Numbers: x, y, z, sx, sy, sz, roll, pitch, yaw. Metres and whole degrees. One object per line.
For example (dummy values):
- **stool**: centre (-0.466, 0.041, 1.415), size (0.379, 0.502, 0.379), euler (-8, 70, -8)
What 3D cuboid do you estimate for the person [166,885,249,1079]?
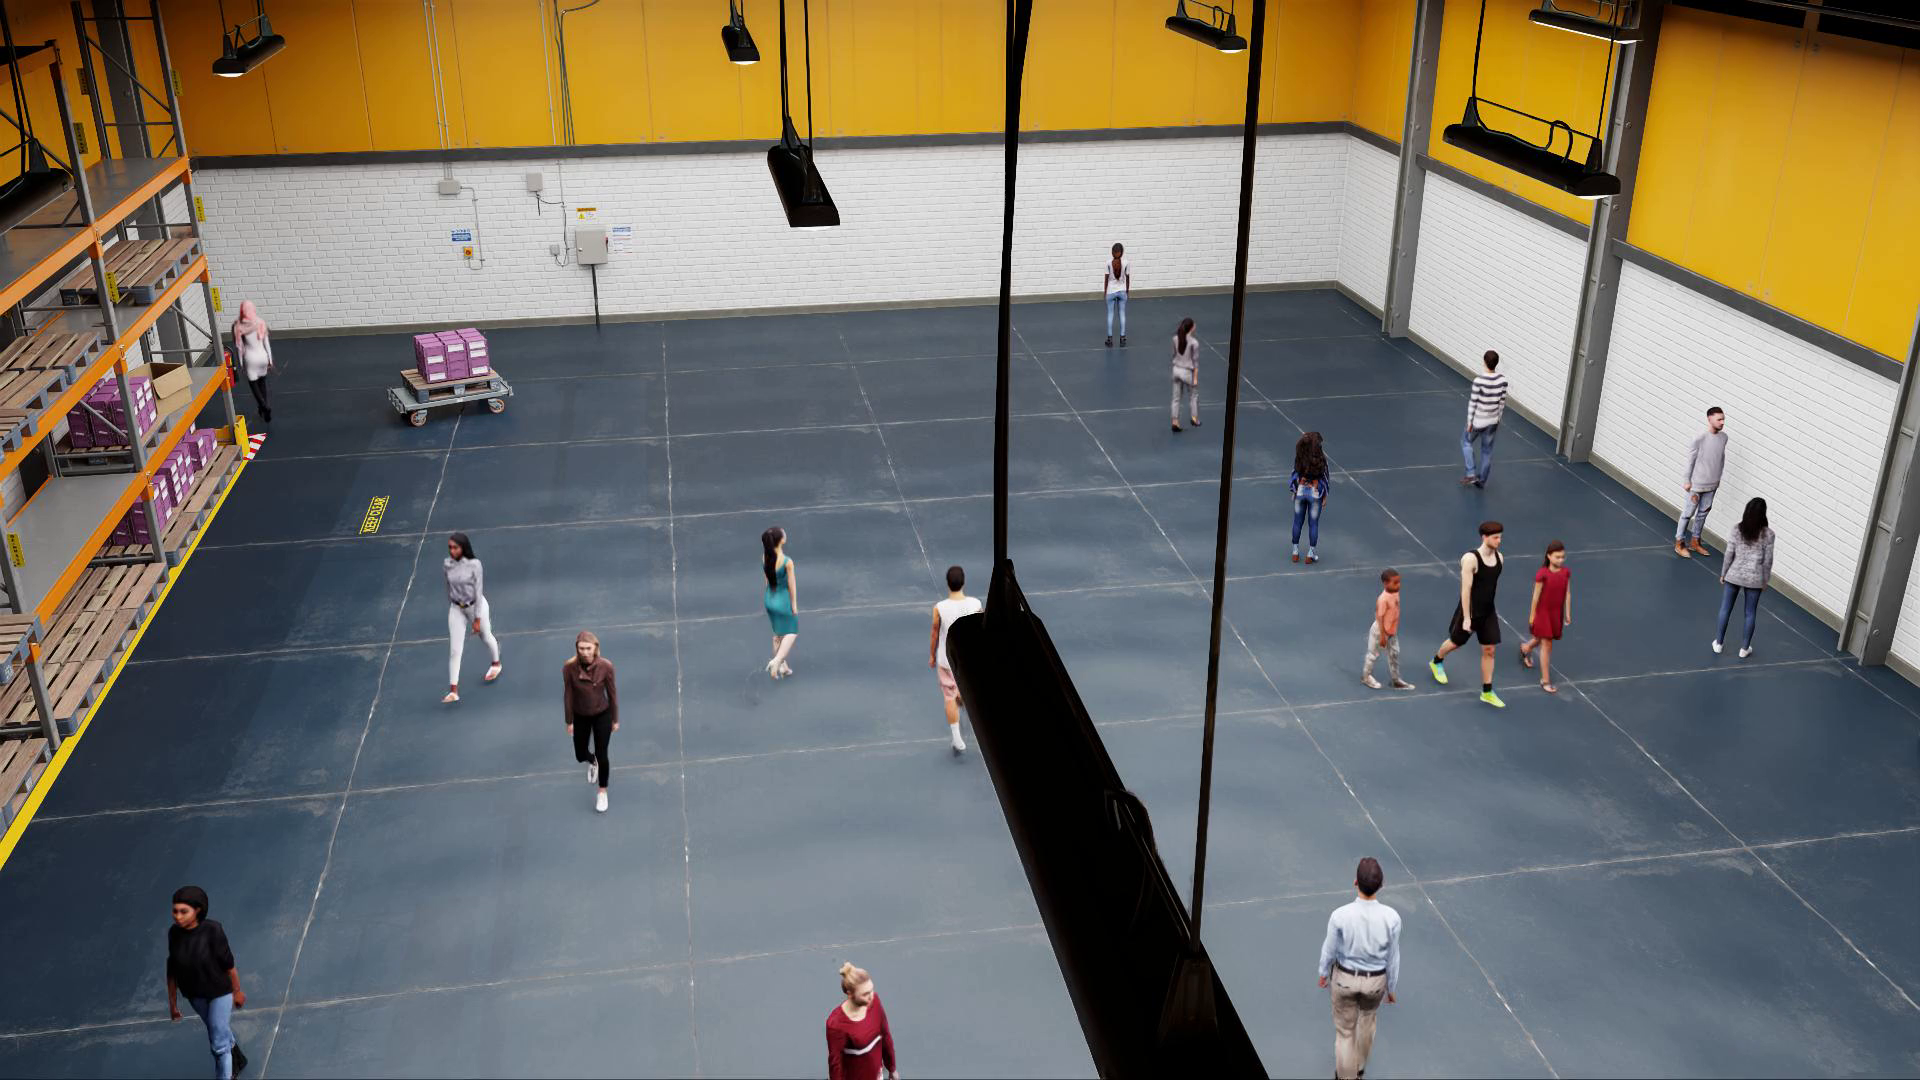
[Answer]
- **person**: centre (-5.046, 3.022, 11.267), size (0.745, 1.675, 1.067), euler (2, 24, 4)

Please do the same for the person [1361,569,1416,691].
- **person**: centre (4.196, 0.877, 16.651), size (0.718, 1.294, 0.844), euler (-20, 30, -38)

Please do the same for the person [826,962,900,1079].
- **person**: centre (-0.690, 3.355, 10.486), size (0.827, 1.691, 0.764), euler (15, 28, 30)

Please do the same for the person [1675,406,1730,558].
- **person**: centre (8.743, -0.709, 19.598), size (0.692, 1.839, 0.598), euler (-7, 24, -15)

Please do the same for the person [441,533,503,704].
- **person**: centre (-4.828, 0.717, 16.544), size (0.895, 1.672, 1.240), euler (5, 24, 11)

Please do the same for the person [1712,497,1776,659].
- **person**: centre (8.131, 0.379, 17.241), size (0.686, 1.733, 0.731), euler (14, 27, 29)

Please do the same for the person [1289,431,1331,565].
- **person**: centre (4.068, -0.511, 19.420), size (0.705, 1.619, 0.737), euler (11, 26, 24)

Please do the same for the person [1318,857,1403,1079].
- **person**: centre (2.679, 3.000, 11.127), size (0.749, 1.828, 0.811), euler (1, 24, 3)

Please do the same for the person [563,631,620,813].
- **person**: centre (-3.232, 1.535, 14.644), size (0.650, 1.696, 0.799), euler (-2, 24, -4)

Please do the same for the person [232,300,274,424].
- **person**: centre (-10.067, -2.522, 23.820), size (0.937, 1.780, 1.173), euler (-16, 28, -32)

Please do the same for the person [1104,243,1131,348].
- **person**: centre (2.580, -4.047, 27.384), size (0.604, 1.719, 0.557), euler (-1, 24, -3)

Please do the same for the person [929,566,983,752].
- **person**: centre (-0.032, 1.137, 15.482), size (0.666, 1.753, 1.107), euler (-5, 24, -11)

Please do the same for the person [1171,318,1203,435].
- **person**: centre (3.109, -2.284, 23.429), size (0.908, 1.656, 0.949), euler (19, 30, 37)

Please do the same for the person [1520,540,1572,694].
- **person**: centre (5.907, 0.698, 16.765), size (0.603, 1.531, 1.021), euler (-7, 25, -16)

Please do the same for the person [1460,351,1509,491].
- **person**: centre (6.793, -1.503, 21.418), size (0.675, 1.837, 0.647), euler (-2, 24, -5)

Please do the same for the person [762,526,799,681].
- **person**: centre (-1.850, 0.677, 16.629), size (0.754, 1.677, 0.825), euler (14, 27, 29)

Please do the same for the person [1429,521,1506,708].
- **person**: centre (5.022, 0.677, 16.411), size (0.868, 1.852, 1.259), euler (-10, 26, -22)
